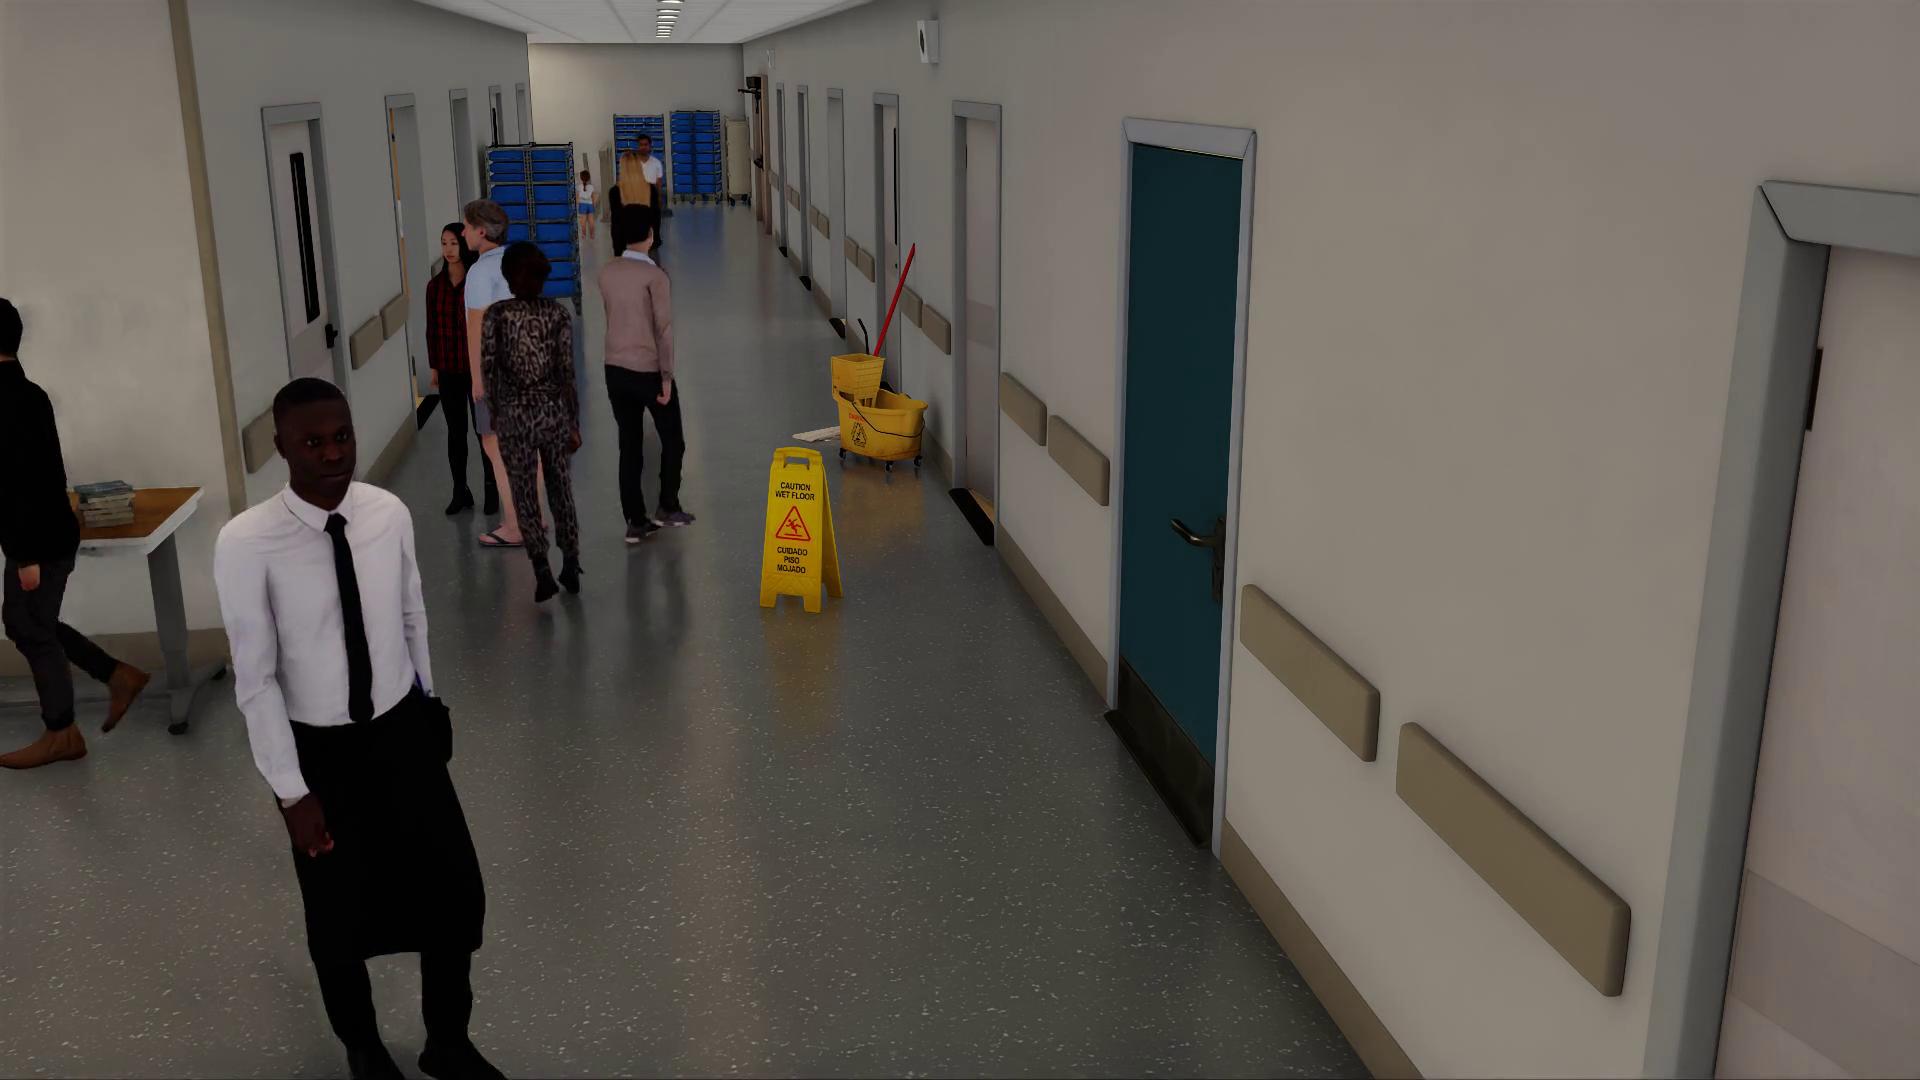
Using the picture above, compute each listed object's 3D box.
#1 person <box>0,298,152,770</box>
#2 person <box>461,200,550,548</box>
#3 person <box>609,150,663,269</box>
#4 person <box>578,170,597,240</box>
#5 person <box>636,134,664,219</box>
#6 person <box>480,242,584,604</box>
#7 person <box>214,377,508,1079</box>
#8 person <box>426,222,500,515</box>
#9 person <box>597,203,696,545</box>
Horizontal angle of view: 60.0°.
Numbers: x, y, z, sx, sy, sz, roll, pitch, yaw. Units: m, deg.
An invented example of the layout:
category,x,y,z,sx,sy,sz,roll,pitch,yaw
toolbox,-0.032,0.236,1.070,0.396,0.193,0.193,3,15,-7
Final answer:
category,x,y,z,sx,sy,sz,roll,pitch,yaw
person,-3.263,-0.021,6.011,0.818,1.709,0.784,-7,17,-25
person,-2.430,-0.892,8.880,0.780,1.828,0.617,3,16,10
person,-2.664,-2.305,13.954,0.805,1.795,1.192,-7,17,-23
person,-5.712,-5.131,25.406,0.430,1.019,0.432,-5,16,-16
person,-3.947,-4.161,20.732,0.649,1.690,1.126,-3,16,-9
person,-2.006,-0.518,7.798,0.698,1.695,0.884,-7,17,-23
person,-1.498,0.498,3.964,0.841,1.821,0.906,-15,22,-43
person,-2.820,-0.980,9.506,0.627,1.658,0.578,1,16,3
person,-1.759,-0.858,8.832,0.777,1.789,0.835,7,17,22
